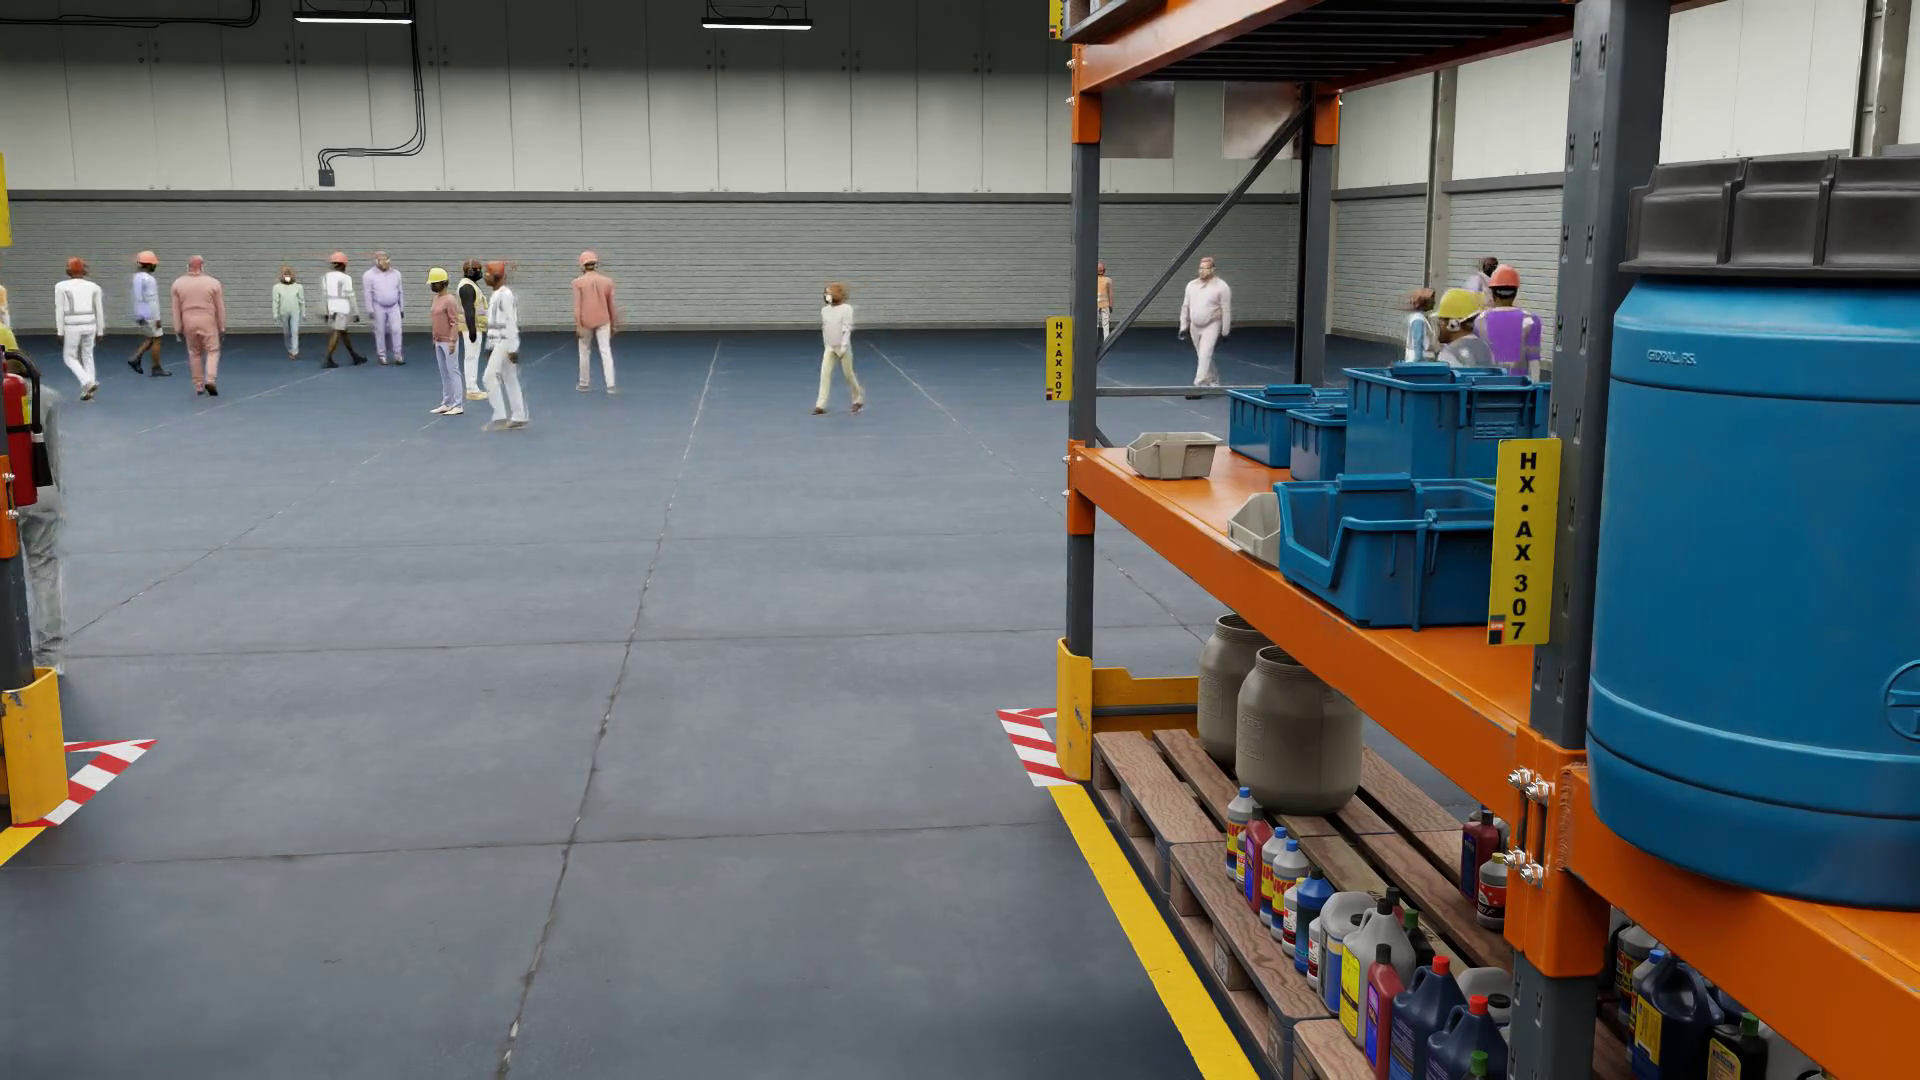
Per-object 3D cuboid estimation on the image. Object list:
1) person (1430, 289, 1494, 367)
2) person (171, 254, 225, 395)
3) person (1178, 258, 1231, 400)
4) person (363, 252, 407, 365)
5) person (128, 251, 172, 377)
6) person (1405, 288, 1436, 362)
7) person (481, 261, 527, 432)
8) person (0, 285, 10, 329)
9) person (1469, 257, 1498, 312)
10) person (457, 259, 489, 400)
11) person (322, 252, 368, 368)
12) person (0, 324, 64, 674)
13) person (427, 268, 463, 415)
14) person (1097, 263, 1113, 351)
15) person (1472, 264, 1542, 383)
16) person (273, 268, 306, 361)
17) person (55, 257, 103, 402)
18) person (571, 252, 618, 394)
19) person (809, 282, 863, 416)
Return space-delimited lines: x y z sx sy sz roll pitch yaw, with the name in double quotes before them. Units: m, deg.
"person" 3.164 -0.655 10.397 0.580 1.817 0.599 8 13 37
"person" -10.262 -2.885 22.429 0.672 1.916 0.512 -1 10 -8
"person" 3.266 -2.813 22.106 0.636 1.863 1.001 9 14 40
"person" -9.476 -3.814 27.515 0.656 1.875 0.853 -7 12 -32
"person" -12.365 -3.429 25.297 0.560 1.918 0.499 8 13 39
"person" 4.623 -1.752 16.911 0.608 1.623 0.524 5 12 26
"person" -5.101 -2.120 18.280 0.659 1.862 0.574 -4 11 -20
"person" -12.449 -2.675 21.266 0.555 1.901 0.991 -2 11 -12
"person" 8.218 -3.431 25.598 0.654 1.811 0.848 -8 13 -38
"person" -6.400 -2.770 21.912 0.429 1.839 0.634 -2 11 -13
"person" -10.148 -3.775 27.308 0.561 1.879 1.014 5 11 26
"person" -4.599 -0.192 8.096 0.477 1.724 0.485 9 13 39
"person" -6.204 -2.378 19.985 0.328 1.760 0.523 -9 14 -42
"person" 2.599 -4.331 31.019 0.515 1.638 0.315 -1 10 -5
"person" 4.060 -1.099 12.538 0.560 1.936 0.481 2 11 12
"person" -11.669 -3.936 28.948 0.515 1.604 0.806 -4 11 -19
"person" -11.309 -2.691 21.398 0.455 1.868 0.596 8 13 36
"person" -4.988 -2.973 22.826 0.643 1.933 0.876 -6 12 -31
"person" -1.471 -2.302 20.033 0.501 1.592 0.838 7 12 33
